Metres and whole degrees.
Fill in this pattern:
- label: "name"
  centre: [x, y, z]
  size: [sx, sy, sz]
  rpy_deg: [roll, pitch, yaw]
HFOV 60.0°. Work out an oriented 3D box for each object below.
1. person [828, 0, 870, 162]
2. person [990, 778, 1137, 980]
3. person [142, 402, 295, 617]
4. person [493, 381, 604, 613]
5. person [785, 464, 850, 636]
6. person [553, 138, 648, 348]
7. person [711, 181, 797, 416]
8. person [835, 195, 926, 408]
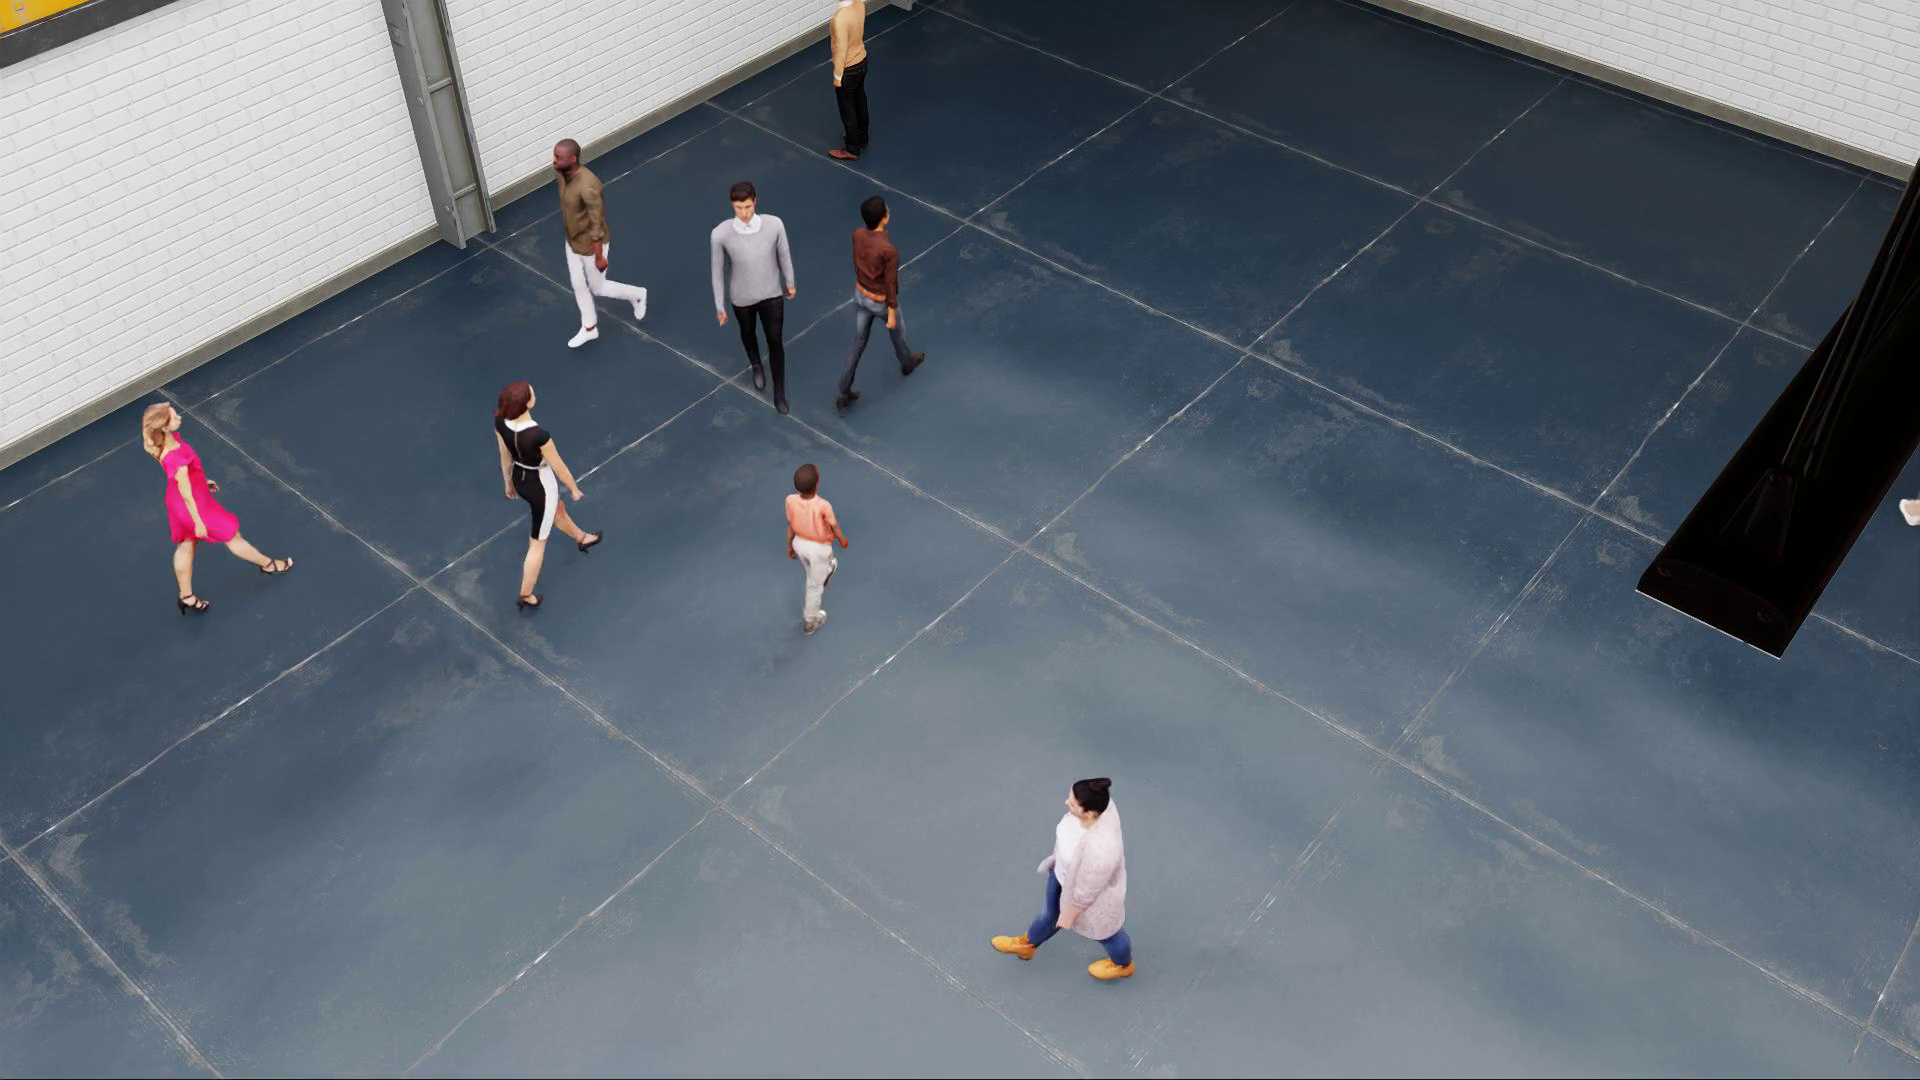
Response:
- label: "person"
  centre: [-1.021, -4.357, 15.302]
  size: [0.798, 1.754, 0.650]
  rpy_deg: [15, 46, 15]
- label: "person"
  centre: [0.778, 1.829, 8.842]
  size: [1.148, 1.708, 1.106]
  rpy_deg: [-1, 44, -1]
- label: "person"
  centre: [-5.144, -0.172, 10.957]
  size: [1.063, 1.688, 0.711]
  rpy_deg: [-31, 52, -28]
- label: "person"
  centre: [-2.835, -0.242, 10.988]
  size: [0.752, 1.747, 1.177]
  rpy_deg: [22, 48, 21]
- label: "person"
  centre: [-0.999, 0.089, 10.977]
  size: [0.633, 1.283, 0.901]
  rpy_deg: [19, 47, 19]
- label: "person"
  centre: [-2.892, -2.374, 13.188]
  size: [1.016, 1.799, 0.796]
  rpy_deg: [-32, 52, -29]
- label: "person"
  centre: [-1.562, -1.946, 12.669]
  size: [1.169, 1.896, 1.201]
  rpy_deg: [-8, 44, -8]
- label: "person"
  centre: [-0.710, -1.759, 12.592]
  size: [0.656, 1.732, 1.149]
  rpy_deg: [30, 51, 28]
